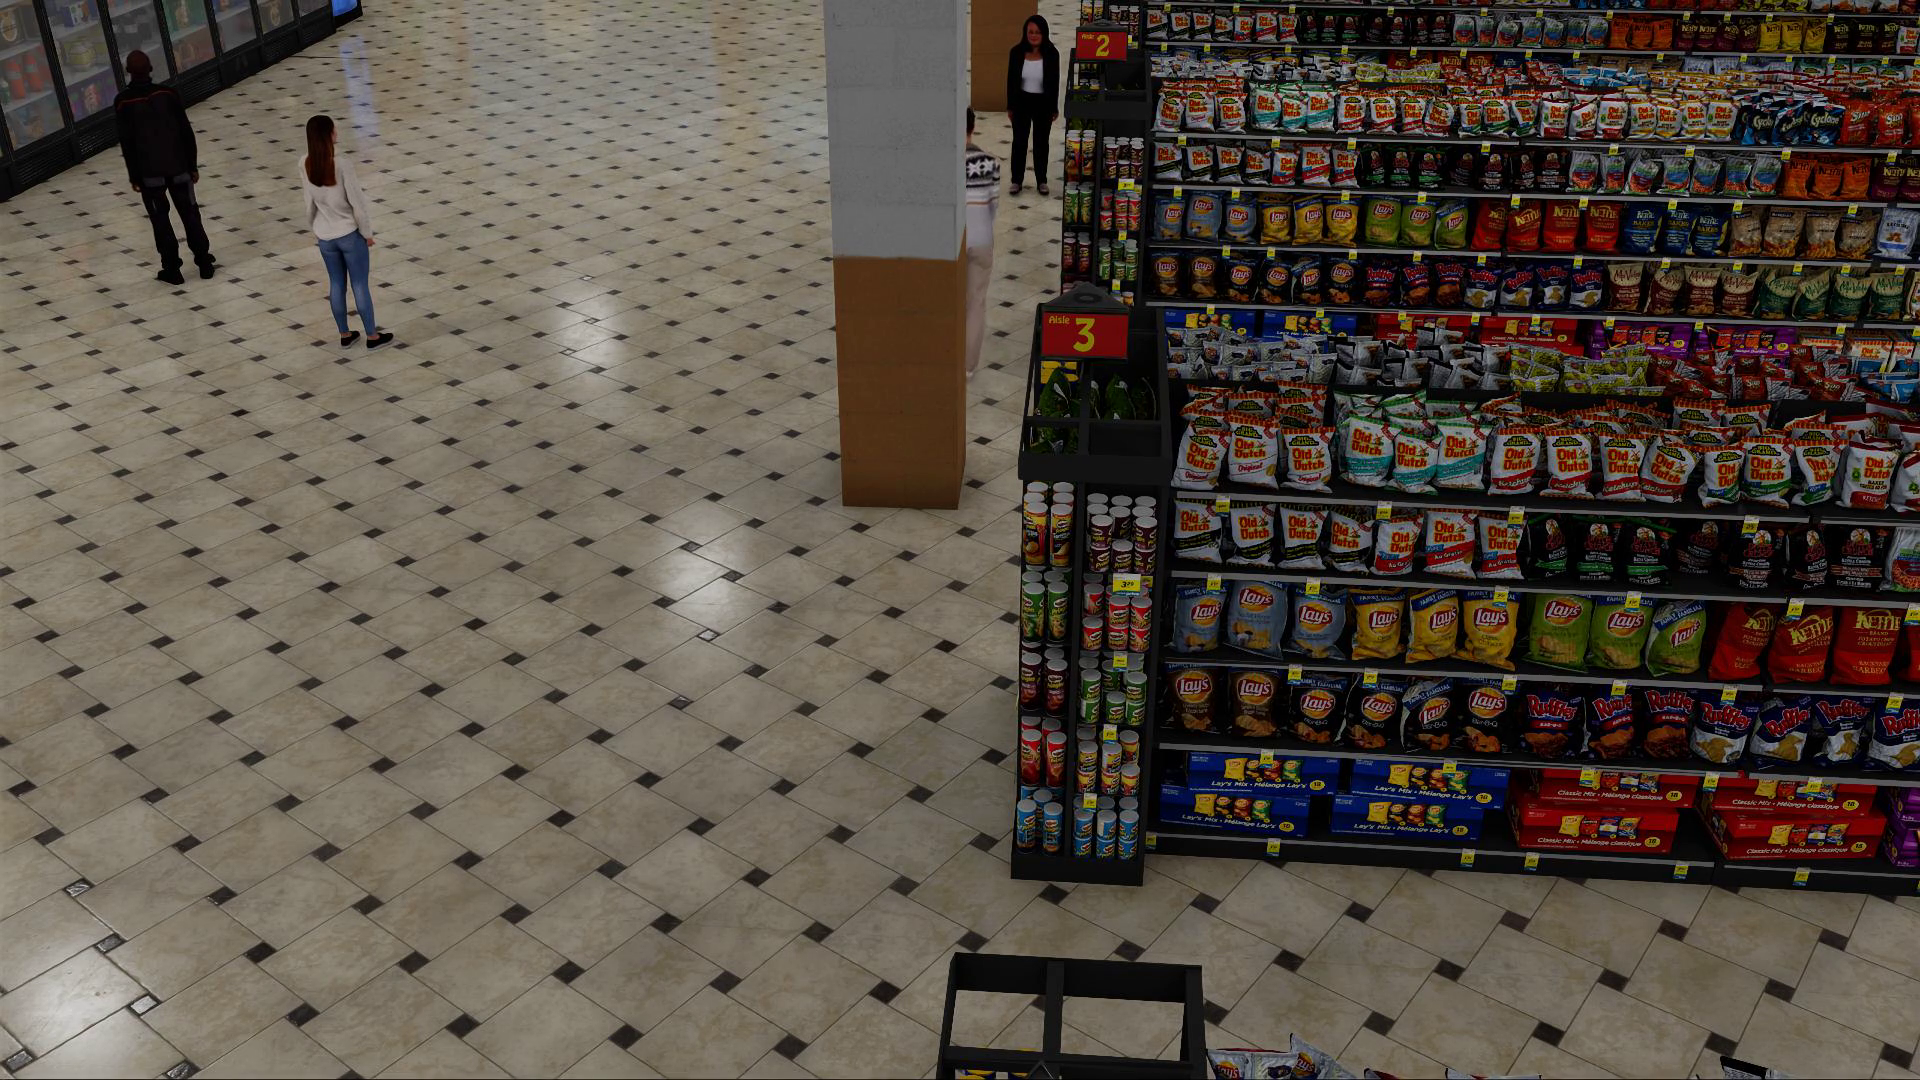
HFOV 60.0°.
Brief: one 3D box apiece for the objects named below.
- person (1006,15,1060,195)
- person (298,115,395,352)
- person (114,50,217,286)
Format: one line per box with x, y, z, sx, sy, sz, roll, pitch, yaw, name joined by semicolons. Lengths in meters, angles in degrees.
0.664;-3.972;15.192;0.585;1.617;0.722;-1;29;-1;person
-4.395;-2.173;11.820;0.542;1.692;0.712;7;30;13;person
-6.263;-2.924;13.056;0.782;1.825;0.859;-19;34;-31;person
